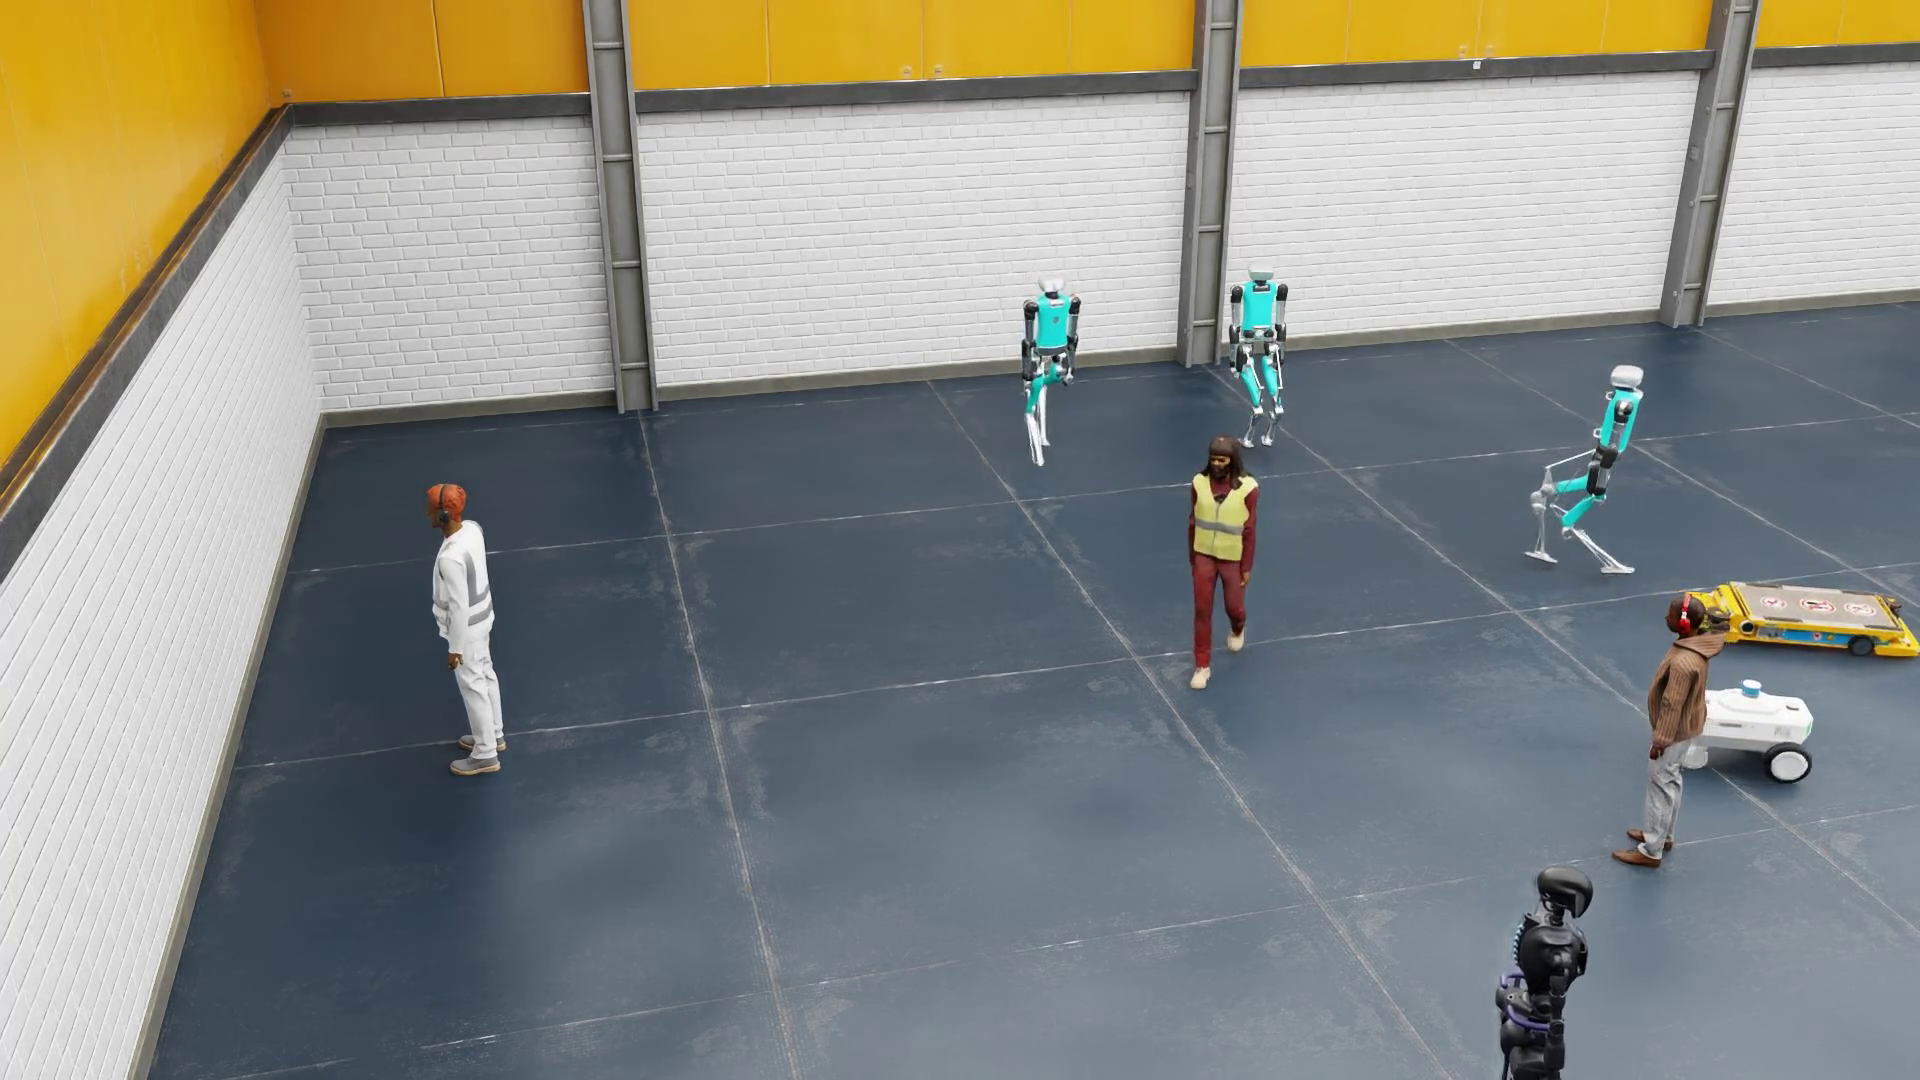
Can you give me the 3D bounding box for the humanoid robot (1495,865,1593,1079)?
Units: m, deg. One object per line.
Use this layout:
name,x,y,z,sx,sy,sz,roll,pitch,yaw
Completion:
humanoid robot,2.466,2.054,6.953,0.561,1.646,0.589,3,24,7

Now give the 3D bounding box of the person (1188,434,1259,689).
person,1.769,0.108,11.267,0.476,1.755,0.674,9,25,19

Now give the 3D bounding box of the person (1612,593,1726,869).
person,3.959,1.057,9.251,0.337,1.643,0.469,14,27,29

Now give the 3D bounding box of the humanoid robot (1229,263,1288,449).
humanoid robot,2.736,-1.615,15.040,0.533,1.677,0.735,-3,24,-6

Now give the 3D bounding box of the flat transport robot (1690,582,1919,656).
flat transport robot,6.114,0.571,12.063,1.431,0.231,0.659,5,24,10

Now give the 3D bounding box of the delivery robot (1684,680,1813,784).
delivery robot,4.898,1.164,10.369,0.802,0.600,0.499,4,24,10

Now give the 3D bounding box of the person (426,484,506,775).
person,-3.022,0.535,10.142,0.348,1.882,0.582,-1,24,-3

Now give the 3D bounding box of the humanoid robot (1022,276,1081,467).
humanoid robot,0.741,-1.574,15.121,0.539,1.771,0.902,-8,25,-18

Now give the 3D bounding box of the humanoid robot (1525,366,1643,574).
humanoid robot,4.748,-0.521,12.746,1.024,1.733,0.555,10,26,21
